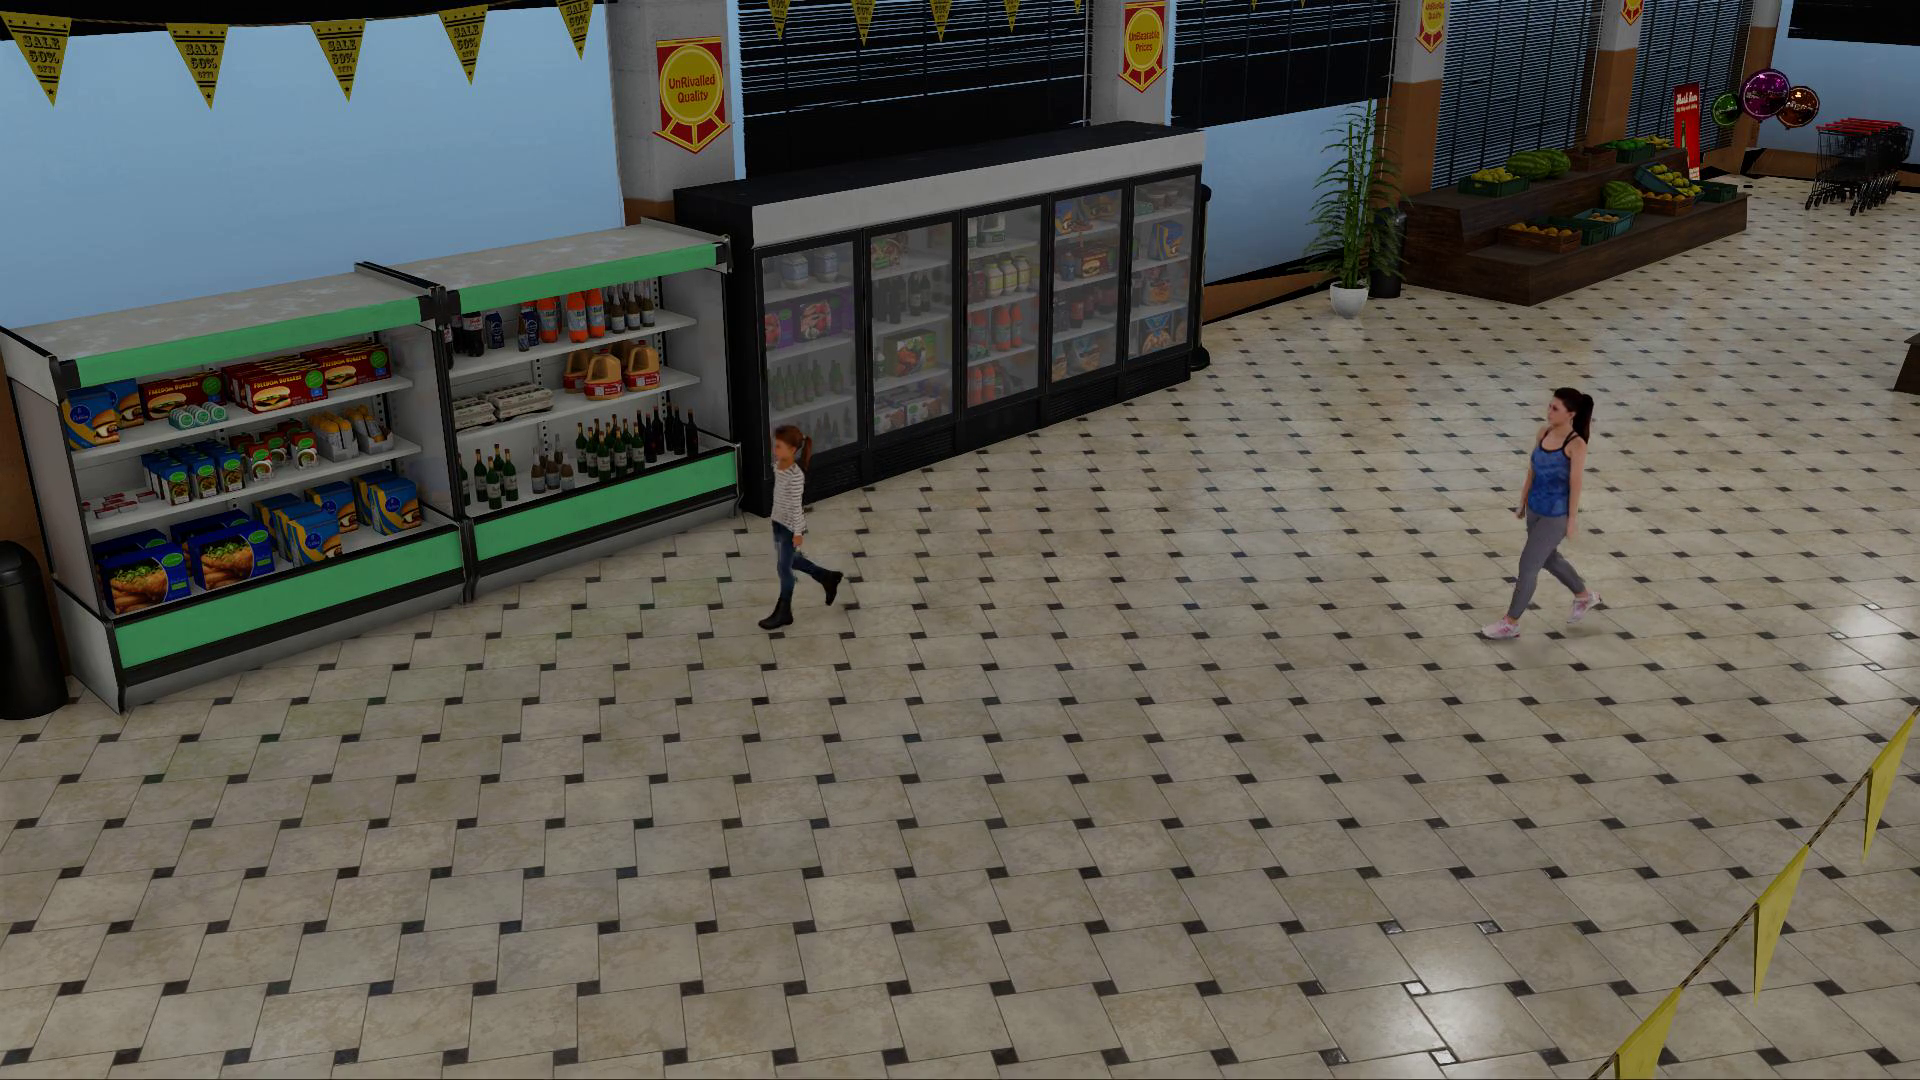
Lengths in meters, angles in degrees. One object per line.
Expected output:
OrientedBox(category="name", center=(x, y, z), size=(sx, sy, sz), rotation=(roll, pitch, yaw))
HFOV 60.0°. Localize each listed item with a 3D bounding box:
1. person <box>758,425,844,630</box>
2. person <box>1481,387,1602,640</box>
OrientedBox(category="person", center=(-1.004, -0.088, 10.344), size=(0.863, 1.303, 0.609), rotation=(-12, 25, -27))
OrientedBox(category="person", center=(3.649, -0.155, 10.135), size=(1.119, 1.583, 0.935), rotation=(-4, 22, -11))
